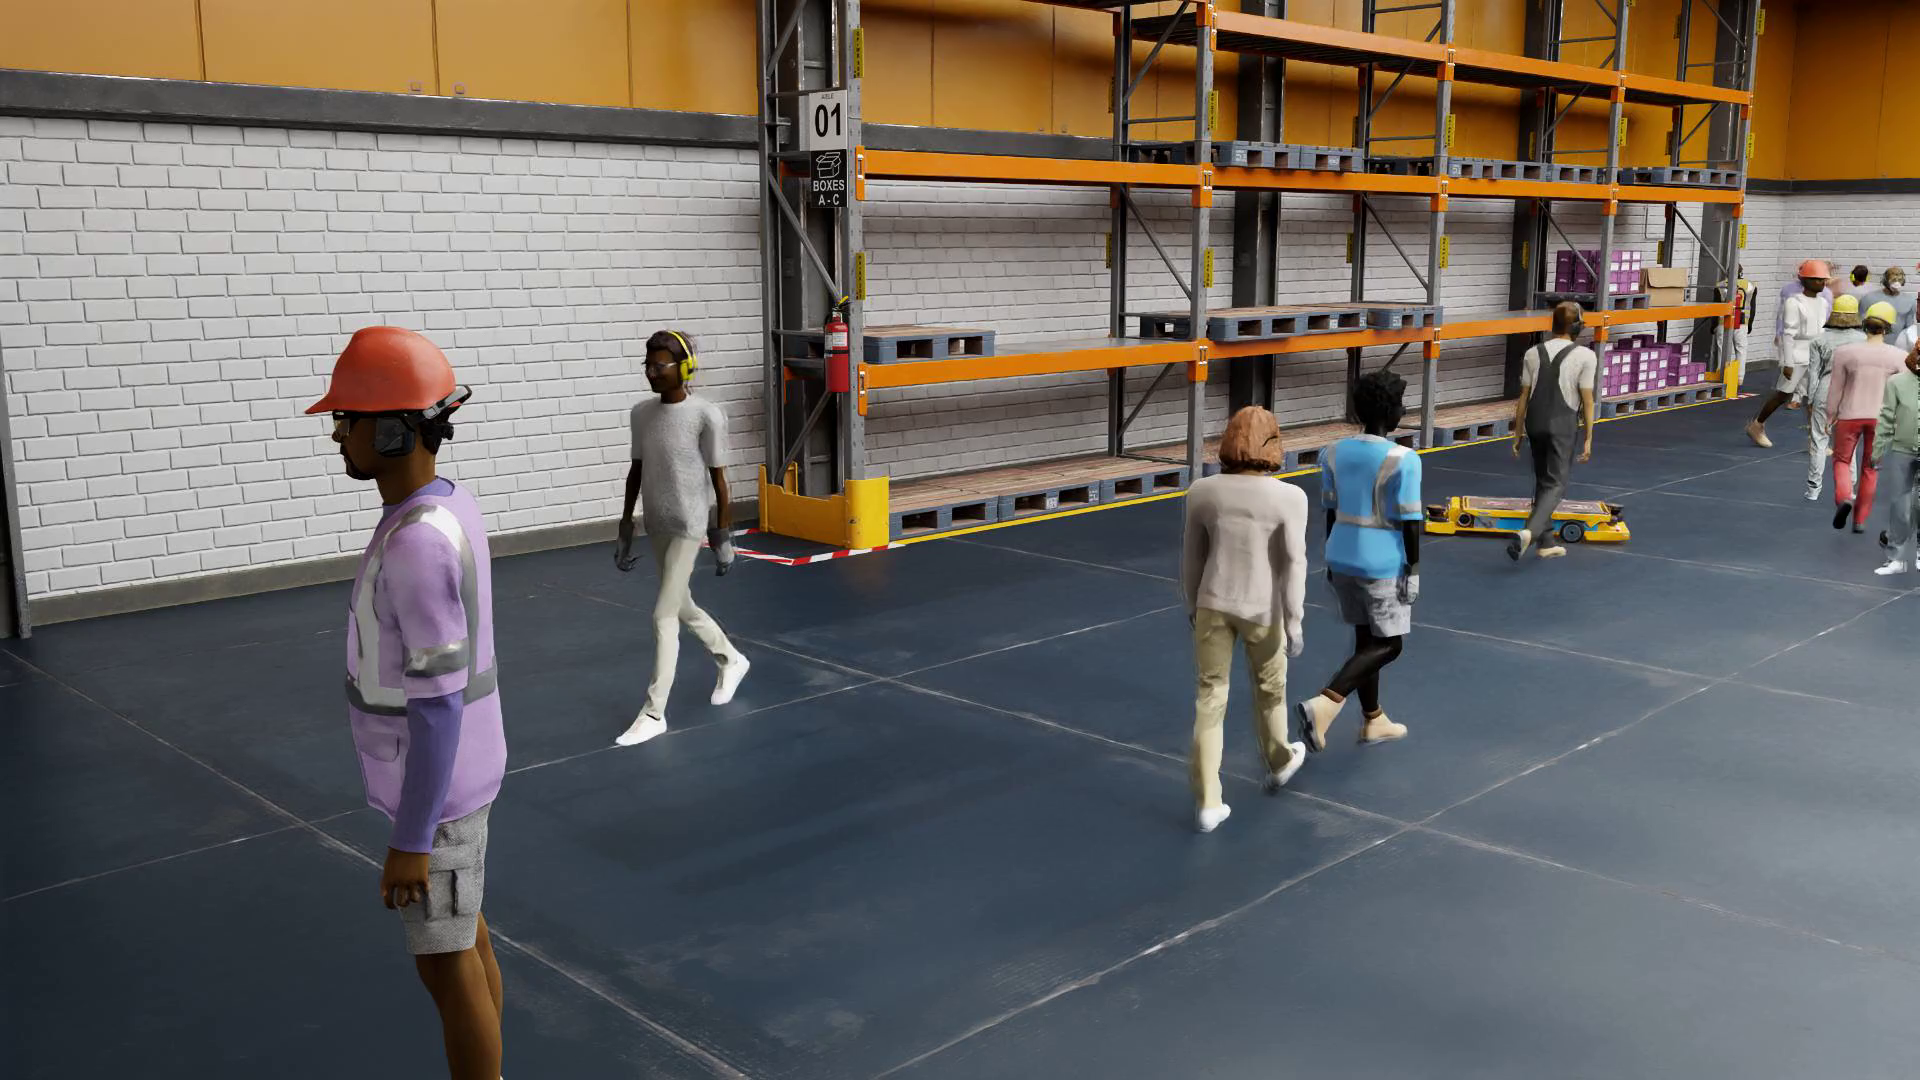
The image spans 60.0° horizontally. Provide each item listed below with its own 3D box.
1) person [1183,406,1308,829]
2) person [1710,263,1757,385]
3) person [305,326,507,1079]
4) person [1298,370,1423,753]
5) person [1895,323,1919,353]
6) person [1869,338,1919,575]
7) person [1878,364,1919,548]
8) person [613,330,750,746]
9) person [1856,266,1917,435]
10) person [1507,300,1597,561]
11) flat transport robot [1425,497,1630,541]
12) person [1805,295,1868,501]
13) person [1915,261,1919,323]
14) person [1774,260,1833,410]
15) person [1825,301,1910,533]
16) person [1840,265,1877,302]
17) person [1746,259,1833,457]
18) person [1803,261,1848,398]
[{"bbox_3d":[1.125,0.271,6.469,0.523,1.585,0.825,6,12,29],"label":"person"},{"bbox_3d":[11.589,-3.238,24.967,0.619,1.837,0.430,2,11,9],"label":"person"},{"bbox_3d":[-1.220,0.546,3.757,0.378,2.045,0.605,-2,11,-13],"label":"person"},{"bbox_3d":[1.719,0.108,7.131,0.677,1.675,0.542,-6,12,-31],"label":"person"},{"bbox_3d":[8.272,-1.250,14.220,0.600,1.807,0.788,2,11,12],"label":"person"},{"bbox_3d":[6.256,-0.546,10.862,0.370,1.615,0.581,-9,14,-40],"label":"person"},{"bbox_3d":[6.670,-0.715,11.323,0.587,1.784,0.882,1,10,5],"label":"person"},{"bbox_3d":[-1.269,-0.052,7.619,0.515,1.838,0.940,6,12,32],"label":"person"},{"bbox_3d":[10.569,-2.190,19.086,0.641,1.911,0.943,2,11,12],"label":"person"},{"bbox_3d":[3.981,-0.711,11.269,0.799,1.812,0.547,-10,14,-42],"label":"person"},{"bbox_3d":[4.250,-0.173,12.517,1.431,0.197,0.652,3,11,16],"label":"flat transport robot"},{"bbox_3d":[7.427,-1.196,14.080,0.486,1.744,0.294,6,12,28],"label":"person"},{"bbox_3d":[13.709,-2.997,23.329,0.778,1.969,0.616,2,11,10],"label":"person"},{"bbox_3d":[10.898,-2.645,21.490,0.603,1.925,0.651,-10,14,-44],"label":"person"},{"bbox_3d":[6.761,-0.897,12.414,0.533,1.747,0.513,5,12,25],"label":"person"},{"bbox_3d":[11.849,-2.712,22.068,0.536,1.848,0.389,0,10,0],"label":"person"},{"bbox_3d":[8.667,-1.892,17.201,0.616,2.009,1.036,-4,11,-22],"label":"person"},{"bbox_3d":[11.846,-2.902,23.034,0.879,1.875,0.654,-2,11,-10],"label":"person"}]
